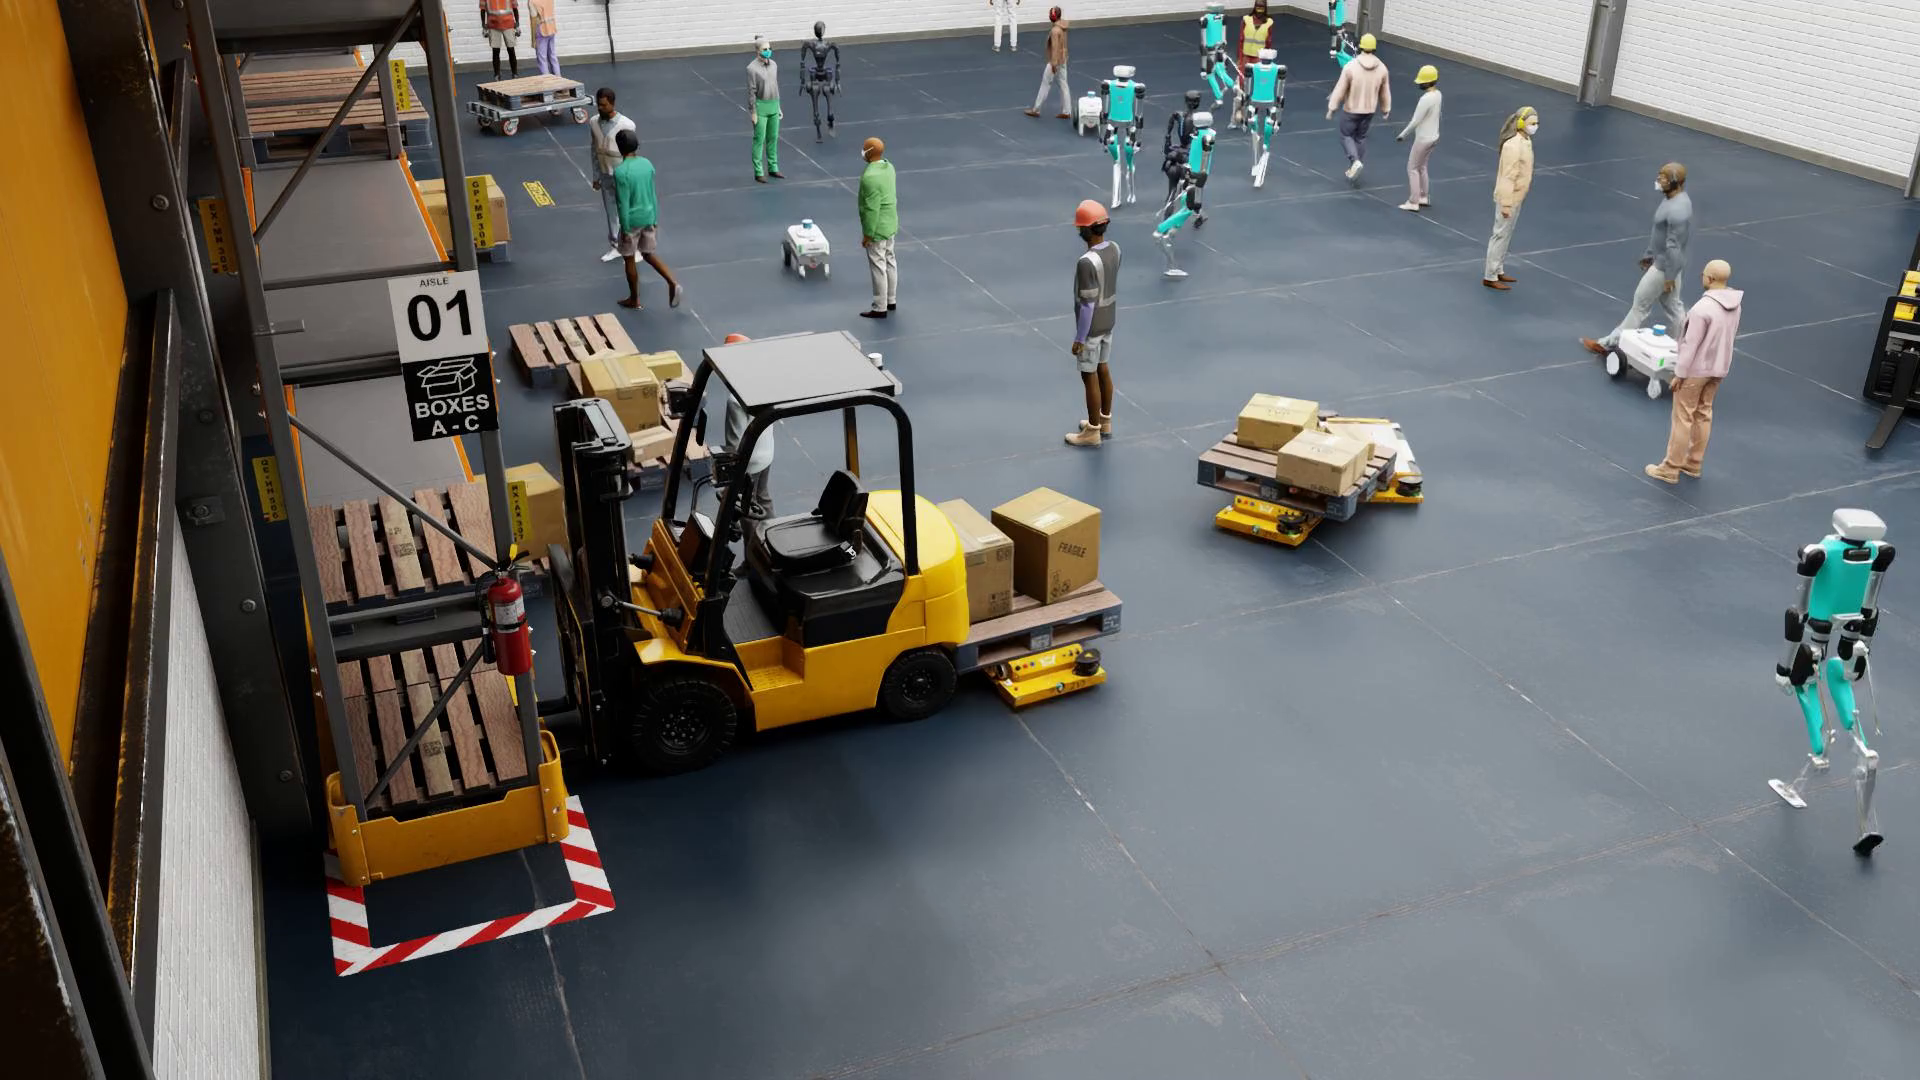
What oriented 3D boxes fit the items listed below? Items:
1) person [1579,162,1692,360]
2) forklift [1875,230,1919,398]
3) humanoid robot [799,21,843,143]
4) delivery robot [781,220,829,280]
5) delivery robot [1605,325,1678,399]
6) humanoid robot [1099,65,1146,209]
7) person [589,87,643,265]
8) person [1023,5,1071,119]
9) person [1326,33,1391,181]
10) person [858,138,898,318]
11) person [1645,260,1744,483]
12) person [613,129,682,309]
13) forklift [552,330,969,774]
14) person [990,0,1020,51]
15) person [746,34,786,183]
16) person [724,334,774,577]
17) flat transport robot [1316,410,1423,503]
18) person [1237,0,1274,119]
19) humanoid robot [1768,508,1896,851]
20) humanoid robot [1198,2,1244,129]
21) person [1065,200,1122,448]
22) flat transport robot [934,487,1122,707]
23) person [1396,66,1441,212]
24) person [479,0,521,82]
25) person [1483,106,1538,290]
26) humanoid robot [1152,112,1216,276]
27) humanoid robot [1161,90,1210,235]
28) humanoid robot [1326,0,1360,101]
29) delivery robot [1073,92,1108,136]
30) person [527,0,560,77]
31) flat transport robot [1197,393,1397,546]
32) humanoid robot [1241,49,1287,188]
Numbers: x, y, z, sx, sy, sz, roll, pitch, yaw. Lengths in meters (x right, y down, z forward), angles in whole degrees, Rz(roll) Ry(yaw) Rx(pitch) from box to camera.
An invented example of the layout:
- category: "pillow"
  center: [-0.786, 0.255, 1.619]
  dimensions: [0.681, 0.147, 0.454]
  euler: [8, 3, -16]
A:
- category: "person"
  center: [6.316, -2.516, 15.188]
  dimensions: [0.998, 1.884, 0.679]
  euler: [11, 29, 21]
- category: "forklift"
  center: [9.029, -2.397, 14.618]
  dimensions: [1.214, 2.155, 2.313]
  euler: [18, 32, 32]
- category: "humanoid robot"
  center: [-1.937, -6.386, 23.122]
  dimensions: [0.610, 1.640, 0.424]
  euler: [0, 27, 1]
- category: "delivery robot"
  center: [-1.635, -3.151, 17.928]
  dimensions: [0.499, 0.587, 0.762]
  euler: [-7, 27, -13]
- category: "delivery robot"
  center: [6.217, -1.637, 14.909]
  dimensions: [0.499, 0.580, 0.776]
  euler: [-5, 27, -10]
- category: "humanoid robot"
  center: [1.991, -4.799, 20.000]
  dimensions: [0.551, 1.876, 0.815]
  euler: [9, 28, 17]
- category: "person"
  center: [-3.716, -3.948, 18.021]
  dimensions: [0.588, 1.909, 0.382]
  euler: [14, 30, 26]
- category: "person"
  center: [1.337, -7.012, 24.428]
  dimensions: [0.727, 1.621, 0.478]
  euler: [11, 29, 22]
- category: "person"
  center: [5.080, -5.464, 21.098]
  dimensions: [0.822, 1.844, 0.614]
  euler: [-4, 27, -8]
- category: "person"
  center: [-0.812, -3.080, 16.428]
  dimensions: [0.387, 1.784, 0.537]
  euler: [10, 29, 20]
- category: "person"
  center: [5.748, -1.292, 12.885]
  dimensions: [0.536, 1.774, 0.417]
  euler: [-15, 30, -28]
- category: "person"
  center: [-3.157, -3.153, 16.531]
  dimensions: [0.708, 1.828, 0.510]
  euler: [18, 32, 32]
- category: "forklift"
  center: [-1.094, 0.010, 9.831]
  dimensions: [2.313, 2.155, 1.214]
  euler: [-10, 28, -20]
- category: "person"
  center: [0.794, -9.557, 29.215]
  dimensions: [0.571, 1.876, 0.350]
  euler: [-3, 27, -6]
- category: "person"
  center: [-2.476, -5.497, 21.172]
  dimensions: [0.331, 1.839, 0.523]
  euler: [21, 33, 35]
- category: "person"
  center: [-1.475, -0.588, 11.521]
  dimensions: [0.350, 1.738, 0.572]
  euler: [8, 28, 15]
- category: "flat transport robot"
  center: [3.251, -0.671, 13.321]
  dimensions: [0.659, 0.231, 1.431]
  euler: [2, 27, 3]
- category: "person"
  center: [4.304, -7.039, 24.332]
  dimensions: [0.509, 1.755, 0.482]
  euler: [4, 27, 8]
- category: "humanoid robot"
  center: [4.739, 0.811, 8.802]
  dimensions: [0.550, 1.819, 0.891]
  euler: [-5, 27, -10]
- category: "humanoid robot"
  center: [3.818, -6.737, 23.795]
  dimensions: [0.548, 1.772, 0.906]
  euler: [-21, 34, -36]
- category: "person"
  center: [1.056, -1.746, 13.496]
  dimensions: [0.394, 2.033, 0.612]
  euler: [14, 30, 25]
- category: "flat transport robot"
  center: [0.287, 0.603, 10.788]
  dimensions: [0.659, 0.231, 1.431]
  euler: [-13, 29, -24]
- category: "person"
  center: [5.486, -4.803, 19.907]
  dimensions: [0.446, 1.729, 0.552]
  euler: [16, 31, 29]
- category: "person"
  center: [-7.252, -8.126, 26.264]
  dimensions: [0.611, 1.962, 0.363]
  euler: [-5, 27, -10]
- category: "person"
  center: [5.714, -3.561, 17.285]
  dimensions: [0.390, 1.874, 0.559]
  euler: [15, 30, 27]
- category: "humanoid robot"
  center: [2.266, -3.528, 17.480]
  dimensions: [0.744, 1.889, 0.538]
  euler: [-3, 27, -5]
- category: "humanoid robot"
  center: [2.595, -4.353, 19.129]
  dimensions: [0.607, 1.627, 0.780]
  euler: [20, 33, 34]
- category: "humanoid robot"
  center: [5.896, -7.516, 25.318]
  dimensions: [0.883, 1.778, 0.544]
  euler: [12, 29, 22]
- category: "delivery robot"
  center: [1.873, -6.128, 23.843]
  dimensions: [0.499, 0.581, 0.754]
  euler: [1, 27, 2]
- category: "person"
  center: [-6.450, -7.828, 25.814]
  dimensions: [0.386, 1.837, 0.565]
  euler: [12, 29, 22]
- category: "flat transport robot"
  center: [2.559, -0.368, 12.719]
  dimensions: [0.659, 0.231, 1.431]
  euler: [17, 31, 30]
- category: "humanoid robot"
  center: [3.839, -5.373, 21.086]
  dimensions: [0.530, 1.771, 1.009]
  euler: [6, 27, 12]
